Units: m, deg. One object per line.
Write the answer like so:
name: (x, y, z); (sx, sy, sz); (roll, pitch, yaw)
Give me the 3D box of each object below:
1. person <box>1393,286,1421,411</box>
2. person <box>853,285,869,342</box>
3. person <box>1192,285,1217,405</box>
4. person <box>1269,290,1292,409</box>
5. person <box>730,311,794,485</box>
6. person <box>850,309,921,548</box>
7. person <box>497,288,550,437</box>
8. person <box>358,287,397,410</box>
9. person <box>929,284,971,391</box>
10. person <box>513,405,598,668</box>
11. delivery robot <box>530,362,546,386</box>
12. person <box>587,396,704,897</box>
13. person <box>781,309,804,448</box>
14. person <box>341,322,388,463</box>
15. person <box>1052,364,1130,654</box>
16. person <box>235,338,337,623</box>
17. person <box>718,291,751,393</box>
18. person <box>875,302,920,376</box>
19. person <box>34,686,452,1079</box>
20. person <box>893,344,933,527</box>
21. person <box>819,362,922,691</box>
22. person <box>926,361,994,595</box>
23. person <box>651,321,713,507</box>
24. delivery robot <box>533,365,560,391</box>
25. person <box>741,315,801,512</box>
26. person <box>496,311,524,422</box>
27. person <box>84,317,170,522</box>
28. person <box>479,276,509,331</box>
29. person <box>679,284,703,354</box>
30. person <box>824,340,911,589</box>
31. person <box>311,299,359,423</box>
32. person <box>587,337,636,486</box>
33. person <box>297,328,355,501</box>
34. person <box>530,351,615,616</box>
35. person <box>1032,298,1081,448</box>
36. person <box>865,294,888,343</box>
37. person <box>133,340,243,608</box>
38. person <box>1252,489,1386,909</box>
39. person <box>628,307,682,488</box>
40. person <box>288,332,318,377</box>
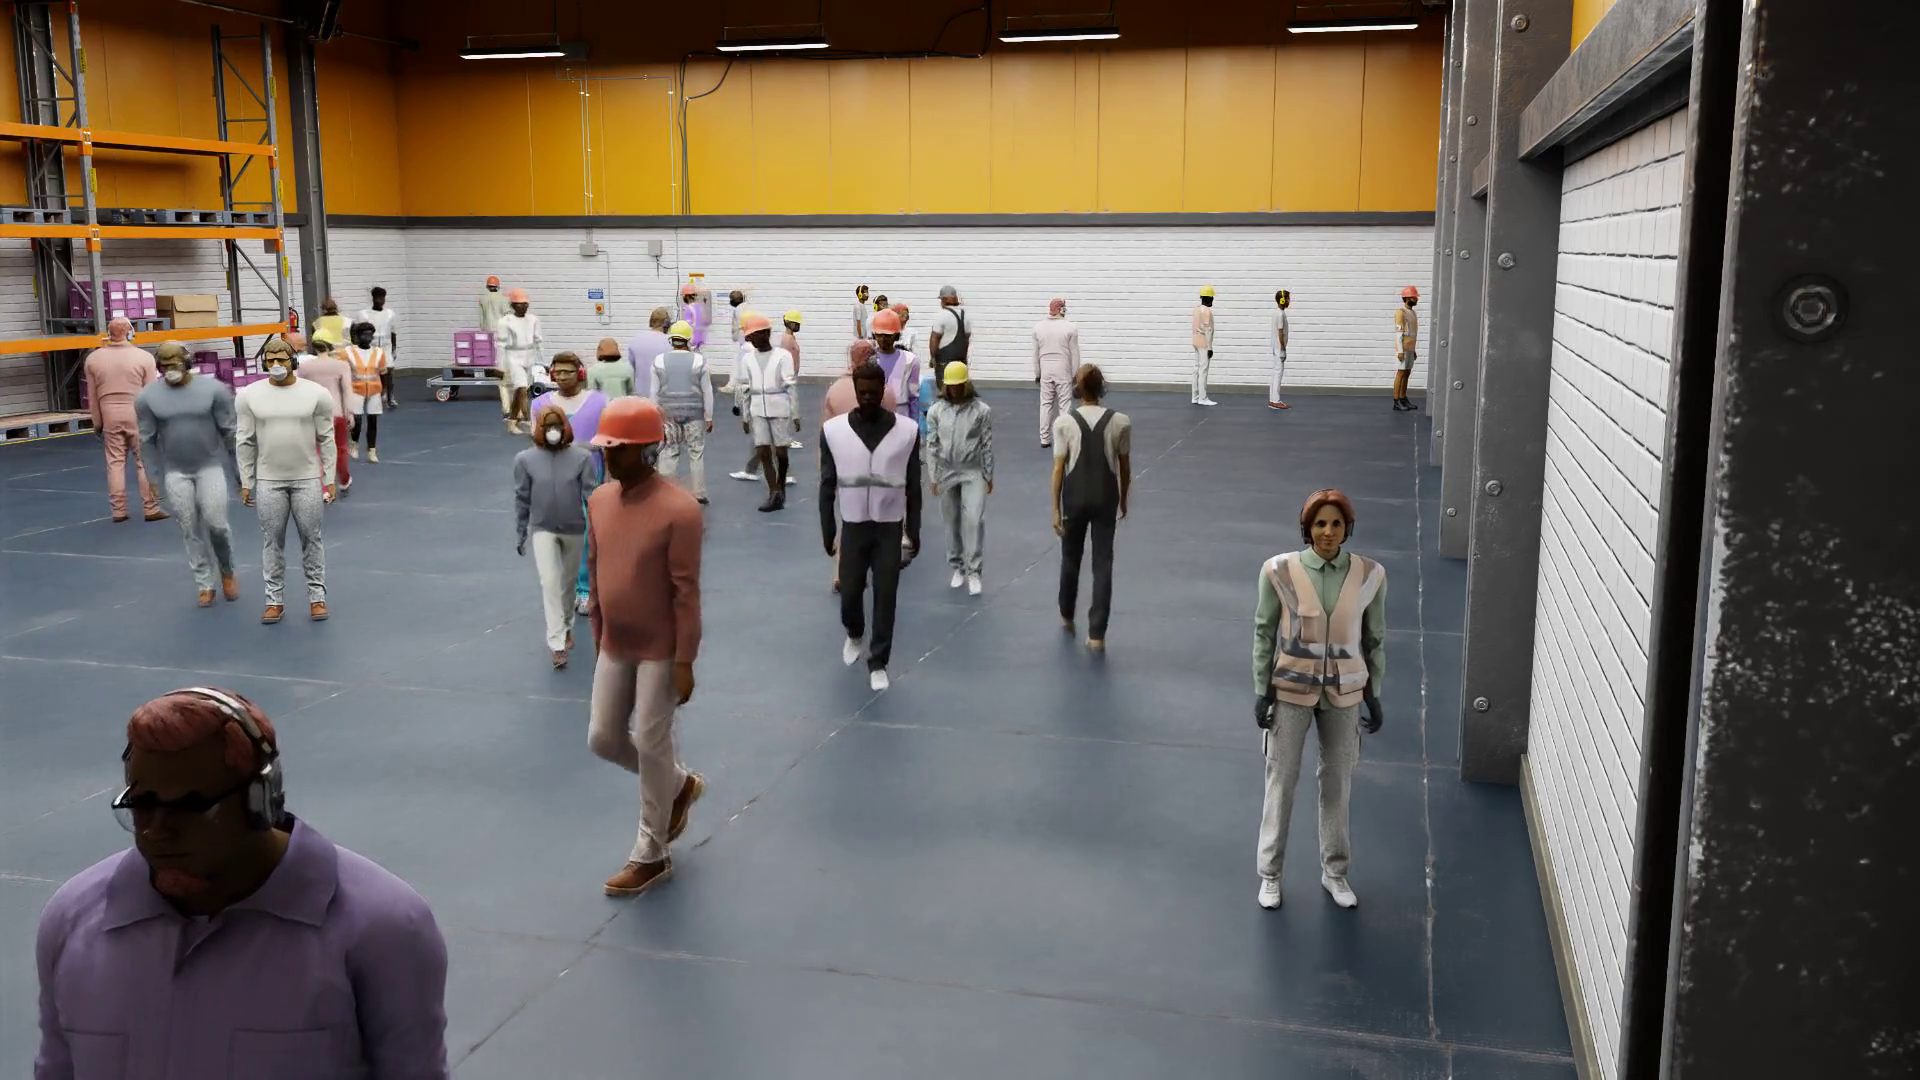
person: (6.982, -2.990, 25.964); (0.352, 1.942, 0.545); (8, 13, 38)
person: (-1.729, -3.574, 29.473); (0.313, 1.869, 0.538); (0, 10, 2)
person: (3.941, -3.139, 26.844); (0.370, 1.928, 0.585); (-3, 10, -14)
person: (5.070, -3.006, 26.263); (0.328, 1.870, 0.512); (0, 10, -1)
person: (-2.130, -1.518, 17.845); (0.868, 1.872, 0.608); (5, 11, 27)
person: (-0.624, -0.929, 14.032); (0.605, 2.033, 0.392); (-2, 10, -9)
person: (-5.809, -2.350, 22.189); (1.027, 1.985, 0.622); (8, 13, 37)
person: (-9.042, -2.966, 25.889); (0.619, 1.903, 1.028); (-5, 11, -28)
person: (-0.087, -2.705, 24.069); (0.784, 2.000, 0.684); (7, 12, 35)
person: (-2.471, -0.043, 10.269); (0.515, 1.582, 0.847); (-3, 11, -19)
delivery robot: (-7.307, -2.829, 28.711); (0.477, 0.478, 0.707); (4, 11, 20)
person: (-1.236, 0.400, 6.653); (0.624, 1.976, 0.576); (7, 12, 33)
person: (-2.140, -2.046, 21.142); (0.337, 1.759, 0.525); (0, 10, -3)
person: (-6.997, -1.731, 19.558); (0.560, 1.673, 0.405); (-6, 12, -32)
person: (0.838, -0.226, 10.707); (0.516, 1.797, 0.940); (0, 10, 0)
person: (-4.568, -0.402, 11.313); (0.635, 1.938, 0.361); (-3, 11, -18)
person: (-3.790, -3.436, 28.977); (0.808, 1.787, 0.650); (1, 10, 8)
person: (-0.776, -1.993, 20.542); (0.613, 1.858, 0.574); (-5, 11, -24)
person: (-1.125, 1.154, 2.603); (0.653, 1.904, 0.405); (0, 10, 1)
person: (-0.535, -0.956, 15.234); (0.519, 1.658, 0.717); (7, 12, 33)
person: (-0.517, -0.095, 9.690); (0.595, 1.903, 0.514); (-1, 10, -6)
person: (-0.005, -0.448, 12.223); (0.491, 1.708, 0.813); (1, 10, 5)
person: (-2.707, -1.223, 16.267); (0.600, 1.830, 0.404); (0, 10, -1)
delivery robot: (-6.843, -2.726, 28.126); (0.707, 0.478, 0.477); (0, 10, 2)
person: (-1.826, -1.232, 16.158); (0.617, 1.892, 0.633); (2, 10, 14)
person: (-6.524, -2.515, 24.192); (0.500, 1.618, 0.500); (-8, 13, -38)
person: (-7.714, -1.113, 15.441); (0.651, 1.904, 0.403); (-1, 10, -4)
person: (-8.747, -3.968, 31.344); (0.613, 1.996, 0.378); (2, 10, 13)
person: (-4.563, -3.360, 28.114); (0.404, 1.918, 0.565); (3, 10, 15)
person: (-0.659, -0.575, 12.536); (0.963, 1.857, 0.648); (-10, 14, -44)
person: (-9.083, -2.605, 24.222); (0.650, 1.796, 0.912); (-2, 10, -12)
person: (-3.630, -1.299, 17.321); (0.512, 1.609, 0.693); (-3, 11, -18)
person: (-6.418, -1.280, 16.875); (0.546, 1.714, 0.919); (-2, 10, -13)
person: (-2.701, -0.382, 11.495); (0.596, 1.826, 0.643); (1, 10, 5)
person: (1.237, -2.105, 21.071); (0.639, 1.902, 0.407); (5, 11, 25)
person: (-1.123, -2.550, 23.674); (0.334, 1.873, 0.521); (9, 13, 41)
person: (-5.417, -0.460, 11.728); (0.660, 1.910, 0.439); (-2, 10, -14)
person: (1.378, 0.612, 6.417); (0.512, 1.642, 0.312); (0, 10, 0)
person: (-3.231, -1.469, 17.423); (0.743, 1.915, 0.525); (4, 11, 22)
person: (-7.245, -1.473, 18.293); (0.538, 1.603, 0.761); (-5, 11, -27)
